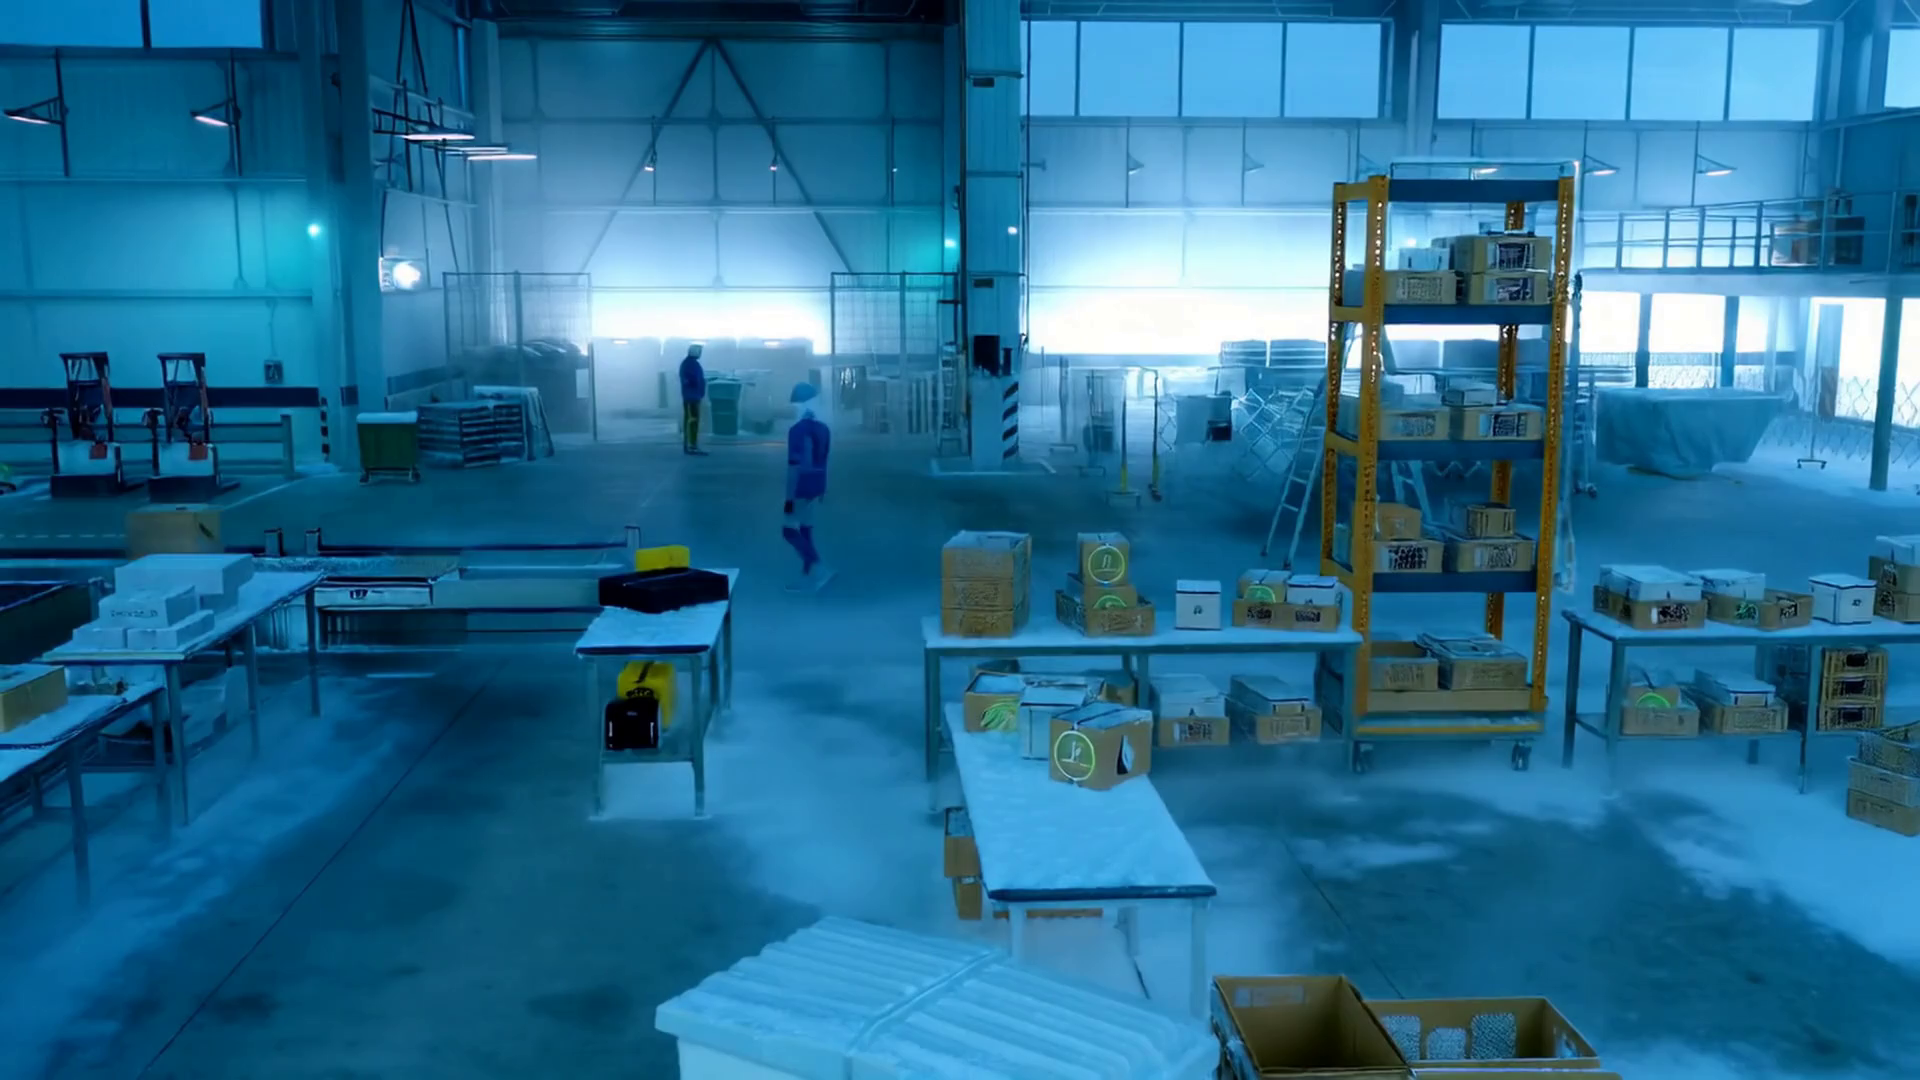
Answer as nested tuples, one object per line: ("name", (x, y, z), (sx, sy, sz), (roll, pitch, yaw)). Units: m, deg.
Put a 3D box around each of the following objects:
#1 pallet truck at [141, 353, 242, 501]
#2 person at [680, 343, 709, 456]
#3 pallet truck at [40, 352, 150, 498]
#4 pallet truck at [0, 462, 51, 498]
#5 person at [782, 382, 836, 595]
("pallet truck", (-10.520, -1.604, 22.925), (0.823, 1.965, 1.885), (-1, 9, -6))
("person", (-4.457, -2.357, 27.942), (0.402, 1.904, 0.651), (-5, 10, -28))
("pallet truck", (-11.907, -1.642, 23.165), (0.823, 1.965, 1.885), (0, 9, 0))
("pallet truck", (-13.193, -1.293, 23.148), (0.653, 1.274, 1.630), (-1, 9, -4))
("person", (-1.453, -0.467, 15.685), (0.611, 2.029, 0.659), (4, 10, 24))
